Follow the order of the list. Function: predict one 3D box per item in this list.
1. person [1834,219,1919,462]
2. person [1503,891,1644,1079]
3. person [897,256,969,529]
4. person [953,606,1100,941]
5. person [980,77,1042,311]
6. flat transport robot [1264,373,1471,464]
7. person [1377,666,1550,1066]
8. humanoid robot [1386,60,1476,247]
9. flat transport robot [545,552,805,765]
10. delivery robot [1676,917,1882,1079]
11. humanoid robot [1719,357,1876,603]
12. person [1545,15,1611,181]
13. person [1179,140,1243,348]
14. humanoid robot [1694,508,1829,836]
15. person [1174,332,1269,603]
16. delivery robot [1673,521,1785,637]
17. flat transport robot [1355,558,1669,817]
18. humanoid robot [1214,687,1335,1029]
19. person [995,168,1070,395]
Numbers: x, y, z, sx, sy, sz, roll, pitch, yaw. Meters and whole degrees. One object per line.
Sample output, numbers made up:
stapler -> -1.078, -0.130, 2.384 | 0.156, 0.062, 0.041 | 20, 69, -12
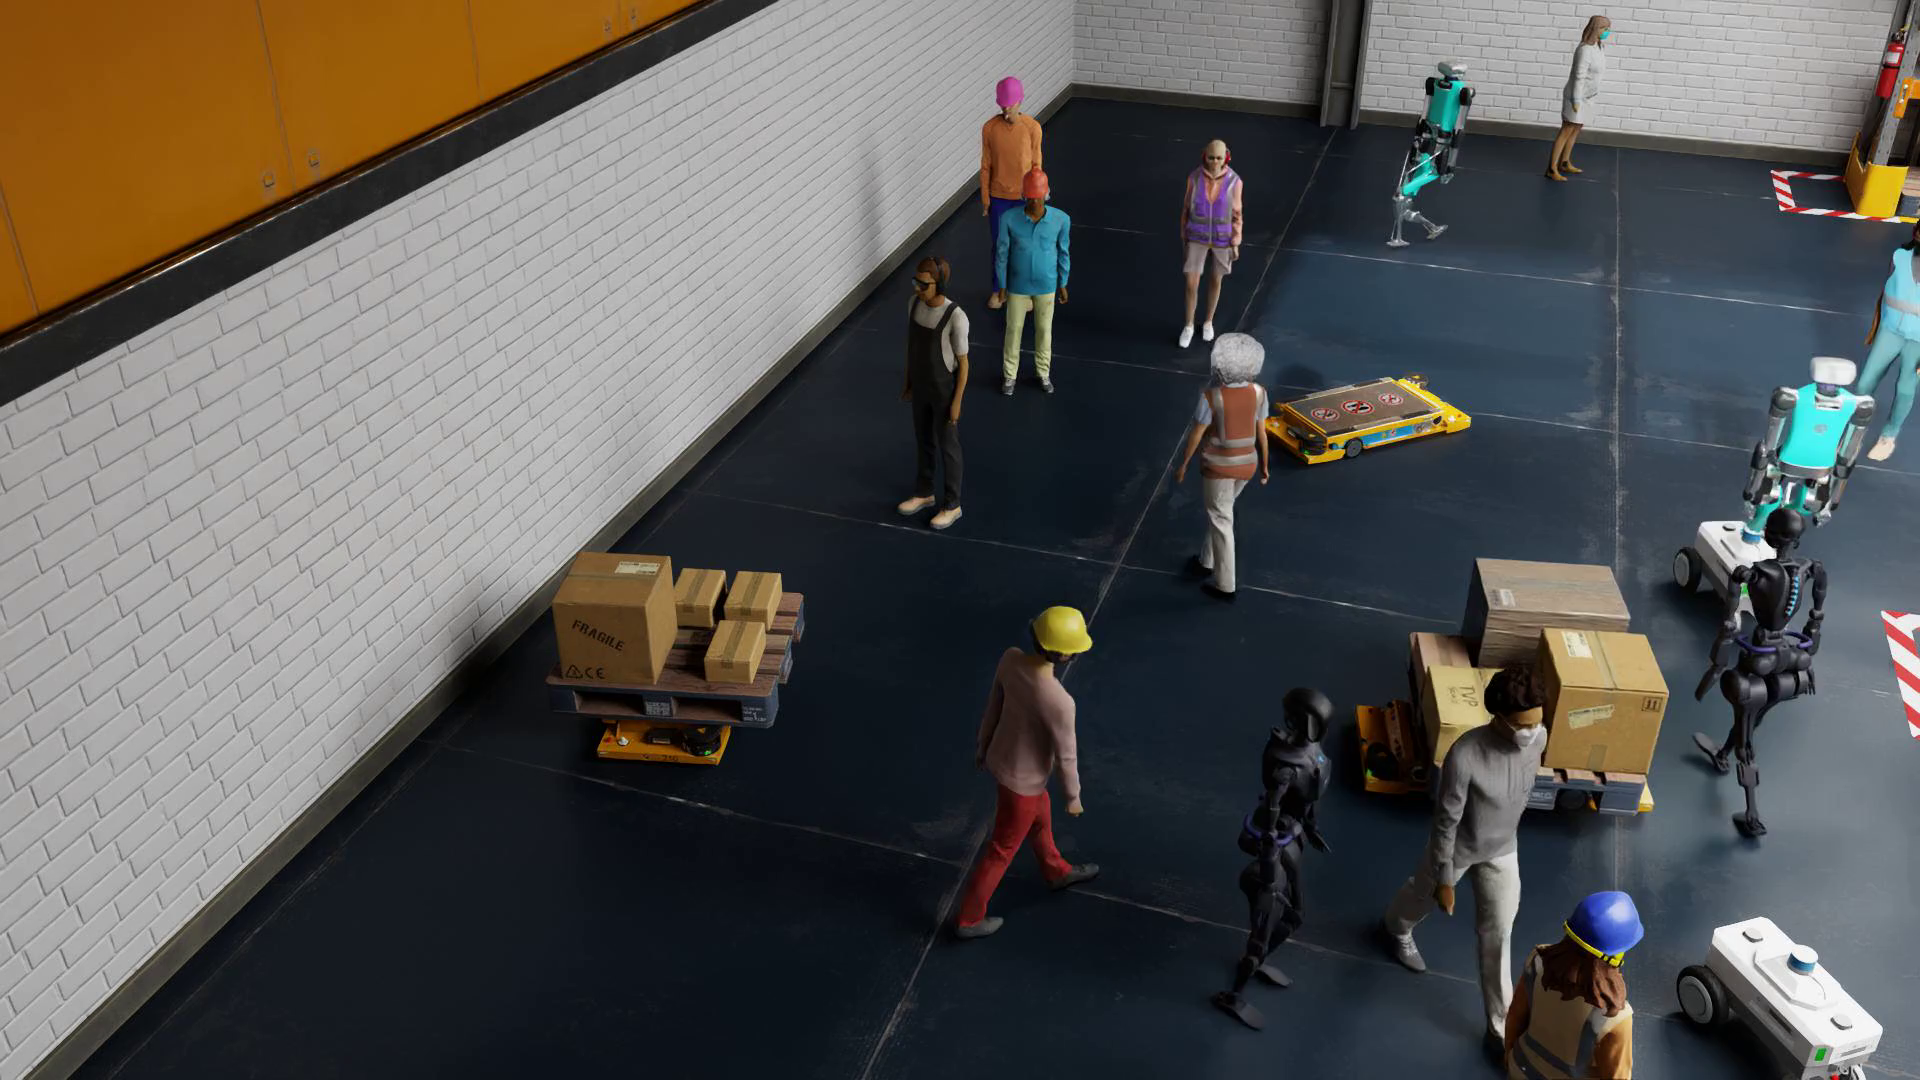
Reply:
person -> 6.441, -1.349, 11.378 | 0.513, 1.838, 0.740 | 26, 39, 37
person -> 2.114, 1.929, 5.854 | 0.305, 1.777, 0.478 | -19, 35, -28
person -> -0.169, -0.952, 10.690 | 0.508, 1.846, 0.344 | 26, 39, 37
person -> 0.329, 1.030, 7.439 | 0.896, 1.714, 0.540 | -13, 33, -21
person -> 0.419, -2.871, 13.837 | 0.515, 1.973, 0.401 | 4, 31, 7
flat transport robot -> 2.953, -0.890, 12.140 | 1.431, 0.231, 0.659 | -13, 33, -21
person -> 2.159, 1.267, 6.927 | 0.567, 1.838, 1.019 | -9, 32, -16
humanoid robot -> 4.144, -3.408, 15.000 | 1.029, 1.735, 0.537 | -17, 34, -26
flat transport robot -> -1.527, 0.750, 9.350 | 0.659, 0.231, 1.431 | 3, 31, 5
delivery robot -> 3.481, 1.953, 7.007 | 0.499, 0.581, 0.774 | -9, 32, -15
humanoid robot -> 4.838, -0.287, 9.765 | 0.531, 1.883, 0.758 | 7, 31, 12
person -> 6.327, -4.491, 16.907 | 0.345, 1.653, 0.504 | 24, 38, 34
person -> 1.990, -2.336, 13.206 | 0.490, 1.674, 0.598 | 4, 31, 7
humanoid robot -> 3.969, 0.620, 8.224 | 0.616, 1.631, 0.756 | -5, 31, -9
person -> 1.569, -0.455, 10.019 | 0.524, 1.649, 0.647 | -13, 33, -21
delivery robot -> 4.704, 0.190, 10.031 | 0.499, 0.606, 0.805 | -1, 30, -1
flat transport robot -> 2.837, 1.108, 8.740 | 1.431, 0.231, 0.659 | 4, 31, 6
humanoid robot -> 1.353, 1.295, 7.037 | 0.346, 1.639, 0.588 | 16, 34, 25
person -> 0.540, -1.925, 12.433 | 0.561, 1.752, 0.330 | -1, 30, -2
